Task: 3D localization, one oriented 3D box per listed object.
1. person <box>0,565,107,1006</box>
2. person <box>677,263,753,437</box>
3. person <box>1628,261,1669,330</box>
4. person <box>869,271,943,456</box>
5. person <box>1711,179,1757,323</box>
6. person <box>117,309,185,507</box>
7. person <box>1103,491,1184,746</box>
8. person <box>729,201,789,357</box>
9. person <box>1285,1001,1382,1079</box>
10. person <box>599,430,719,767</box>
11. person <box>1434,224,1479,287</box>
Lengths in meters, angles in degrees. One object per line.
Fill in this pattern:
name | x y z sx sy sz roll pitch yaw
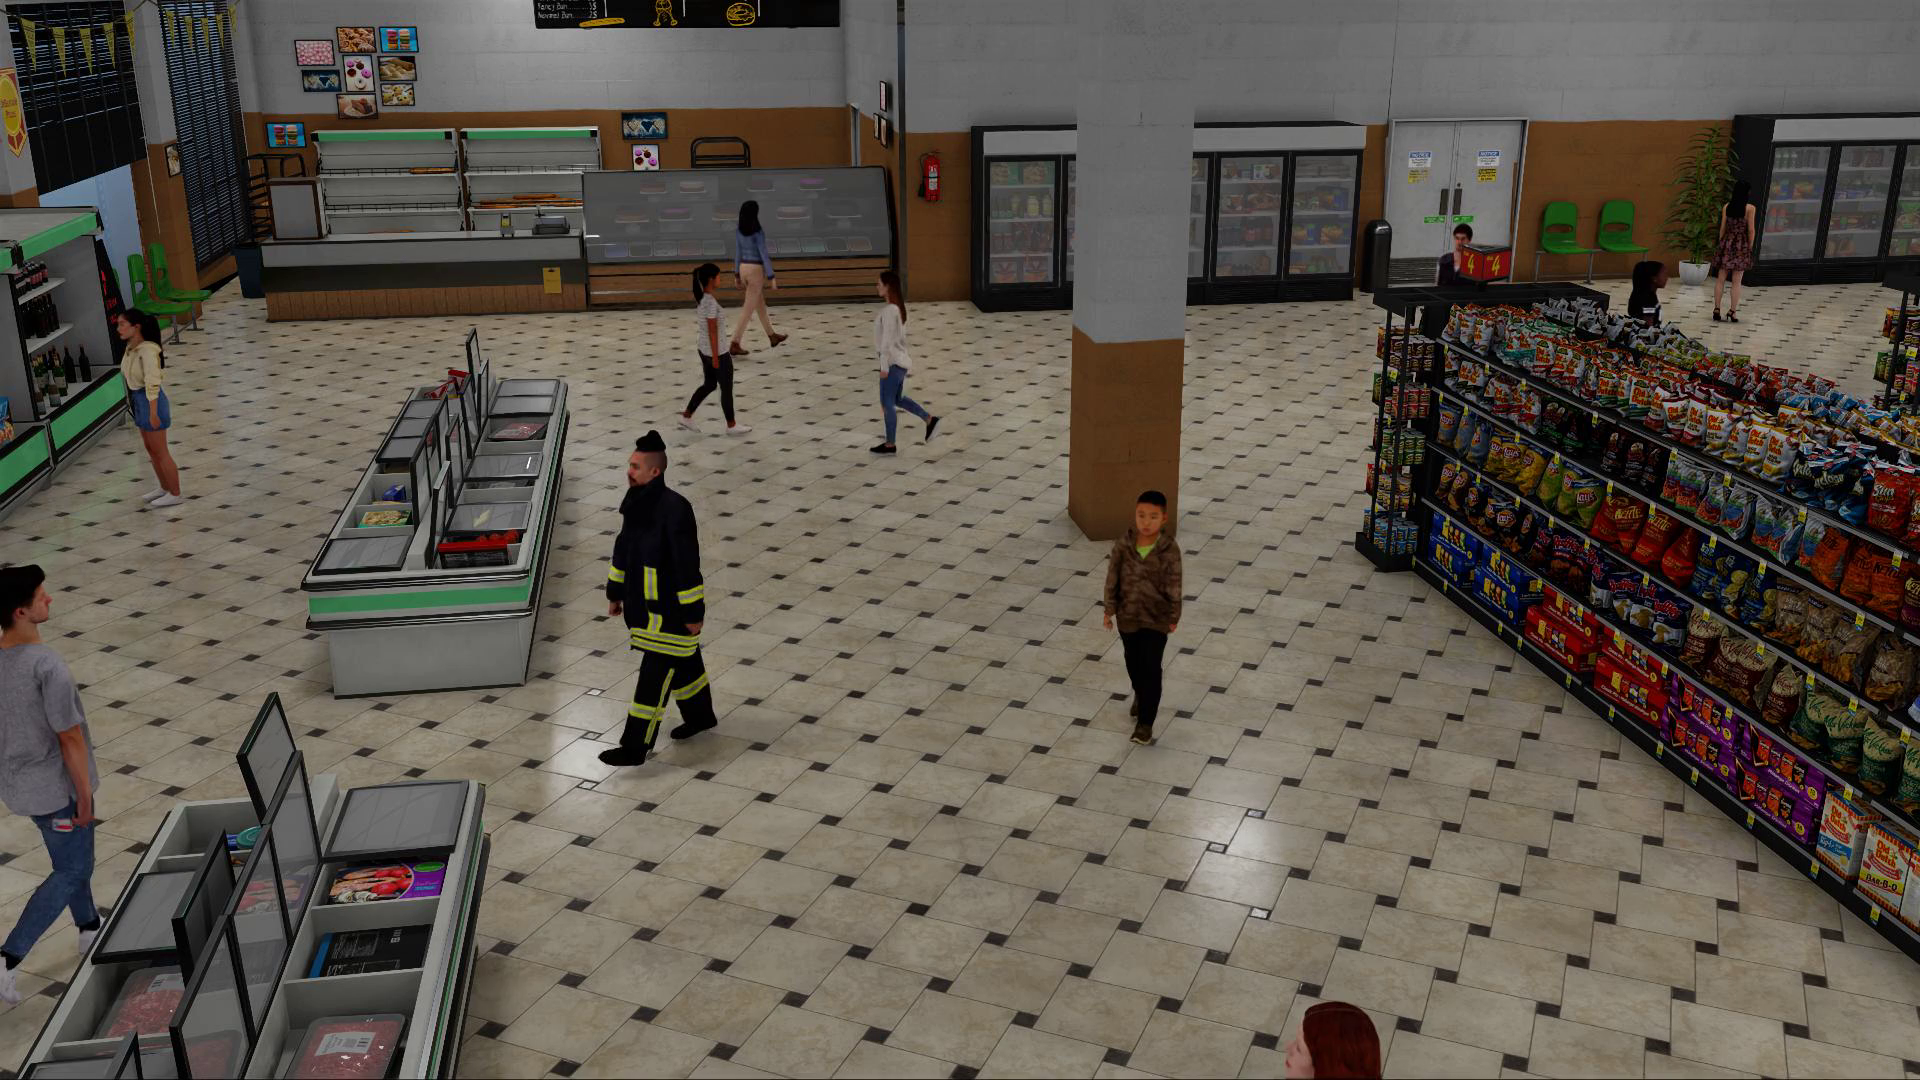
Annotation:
person | -3.864 1.037 6.907 1.066 1.857 1.210 8 20 21
person | -2.384 -1.756 15.549 0.750 1.628 0.909 -7 20 -20
person | 6.212 -1.682 15.171 0.744 1.728 0.626 6 20 17
person | -0.515 -1.554 14.875 0.798 1.675 0.890 1 19 3
person | 9.715 -3.626 20.865 0.860 1.775 0.784 -17 25 -42
person | -6.598 -1.087 13.560 0.767 1.629 0.647 -15 23 -37
person | 1.056 0.401 9.469 0.893 1.424 1.048 7 20 21
person | -2.416 -2.916 18.844 1.196 1.720 1.161 17 25 41
person | 0.894 1.960 4.278 0.710 1.786 0.600 4 19 12
person | -1.550 0.305 9.117 1.143 1.832 1.167 -15 24 -37
person | 4.985 -2.247 16.676 0.834 1.837 0.894 13 23 34
